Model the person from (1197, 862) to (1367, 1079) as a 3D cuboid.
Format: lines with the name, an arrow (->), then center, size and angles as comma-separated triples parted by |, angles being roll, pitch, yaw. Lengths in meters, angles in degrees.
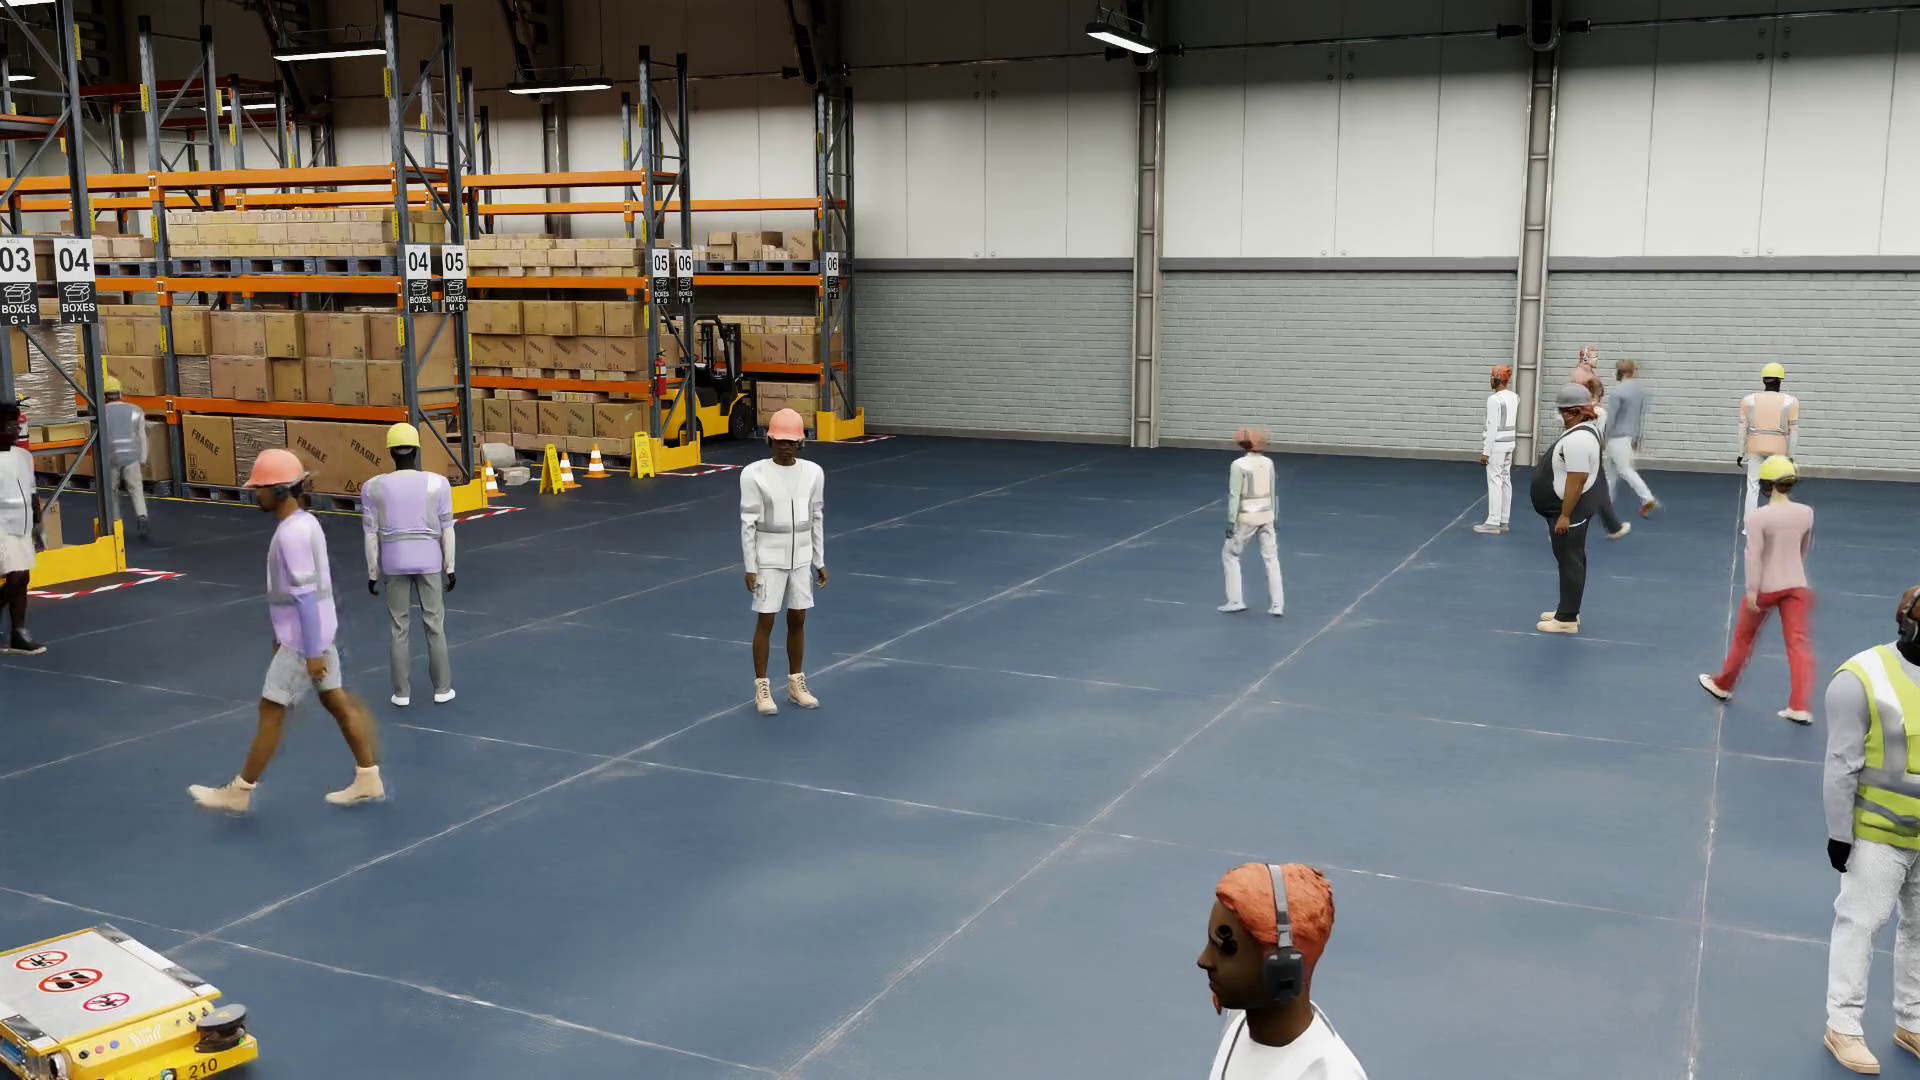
person -> 0.583, 1.510, 3.133 | 0.340, 1.882, 0.586 | -1, 9, -7

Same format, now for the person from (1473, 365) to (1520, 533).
person -> 6.020, -1.015, 18.623 | 0.355, 1.883, 0.575 | 9, 13, 43

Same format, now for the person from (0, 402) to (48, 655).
person -> -7.216, -0.076, 12.638 | 0.417, 1.952, 0.636 | 2, 9, 10

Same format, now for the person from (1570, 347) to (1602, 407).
person -> 8.440, -1.653, 22.456 | 0.409, 1.907, 0.651 | 5, 10, 27

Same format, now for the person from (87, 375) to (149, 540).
person -> -9.086, -0.876, 18.004 | 0.589, 1.810, 0.792 | -7, 12, -37

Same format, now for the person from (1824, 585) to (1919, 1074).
person -> 3.476, 1.055, 6.093 | 0.629, 1.836, 0.430 | -1, 9, -4

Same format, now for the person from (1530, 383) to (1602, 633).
person -> 4.934, -0.272, 13.582 | 0.538, 2.000, 0.683 | 4, 10, 25

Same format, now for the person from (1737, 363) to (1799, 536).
person -> 8.859, -0.980, 18.275 | 0.590, 1.923, 0.383 | 5, 10, 28

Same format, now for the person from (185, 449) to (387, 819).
person -> -3.646, 0.508, 8.955 | 1.044, 1.985, 0.633 | -2, 10, -13

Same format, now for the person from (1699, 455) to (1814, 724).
person -> 5.361, 0.302, 11.041 | 0.532, 1.724, 0.899 | -2, 9, -9

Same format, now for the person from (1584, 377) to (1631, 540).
person -> 6.822, -0.855, 17.939 | 1.022, 1.775, 0.511 | -4, 10, -21

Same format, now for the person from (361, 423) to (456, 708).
person -> -3.700, 0.171, 11.215 | 0.585, 1.926, 0.383 | -3, 10, -15

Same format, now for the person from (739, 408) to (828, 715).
person -> -1.156, 0.140, 11.068 | 0.605, 2.037, 0.394 | -5, 11, -30

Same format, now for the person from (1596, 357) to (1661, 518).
person -> 7.967, -1.224, 19.855 | 0.938, 1.911, 0.638 | 9, 13, 43

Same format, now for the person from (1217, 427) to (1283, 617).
person -> 2.473, -0.145, 14.131 | 0.598, 1.611, 0.612 | -8, 12, -39

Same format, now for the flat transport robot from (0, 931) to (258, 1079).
flat transport robot -> -3.343, 1.790, 6.348 | 1.431, 0.197, 0.652 | 8, 12, 40
